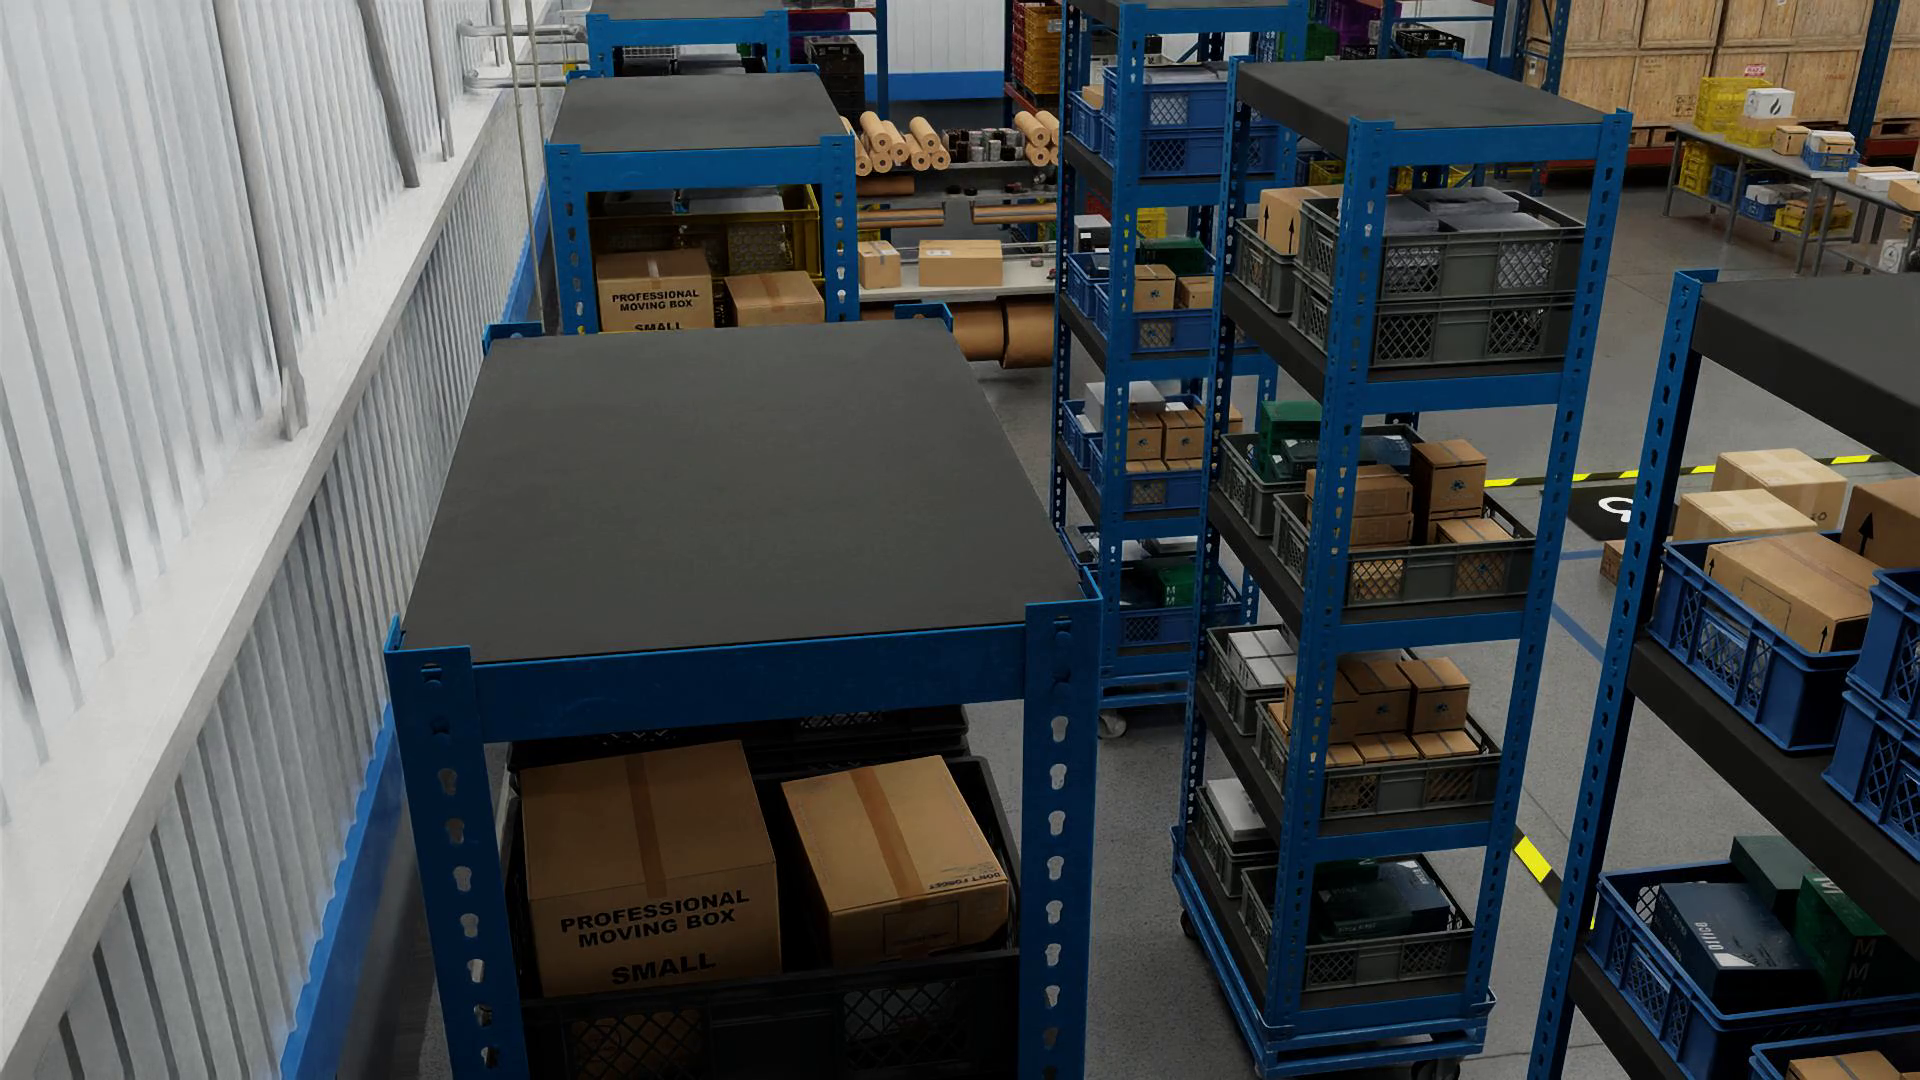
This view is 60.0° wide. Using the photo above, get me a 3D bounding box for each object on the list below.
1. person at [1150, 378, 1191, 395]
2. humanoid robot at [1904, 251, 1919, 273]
[{"bbox_3d":[1.281,-1.014,10.742,0.602,1.744,1.120,1,25,3],"label":"person"},{"bbox_3d":[6.639,-1.185,11.203,0.532,1.756,1.067,1,25,1],"label":"humanoid robot"}]
